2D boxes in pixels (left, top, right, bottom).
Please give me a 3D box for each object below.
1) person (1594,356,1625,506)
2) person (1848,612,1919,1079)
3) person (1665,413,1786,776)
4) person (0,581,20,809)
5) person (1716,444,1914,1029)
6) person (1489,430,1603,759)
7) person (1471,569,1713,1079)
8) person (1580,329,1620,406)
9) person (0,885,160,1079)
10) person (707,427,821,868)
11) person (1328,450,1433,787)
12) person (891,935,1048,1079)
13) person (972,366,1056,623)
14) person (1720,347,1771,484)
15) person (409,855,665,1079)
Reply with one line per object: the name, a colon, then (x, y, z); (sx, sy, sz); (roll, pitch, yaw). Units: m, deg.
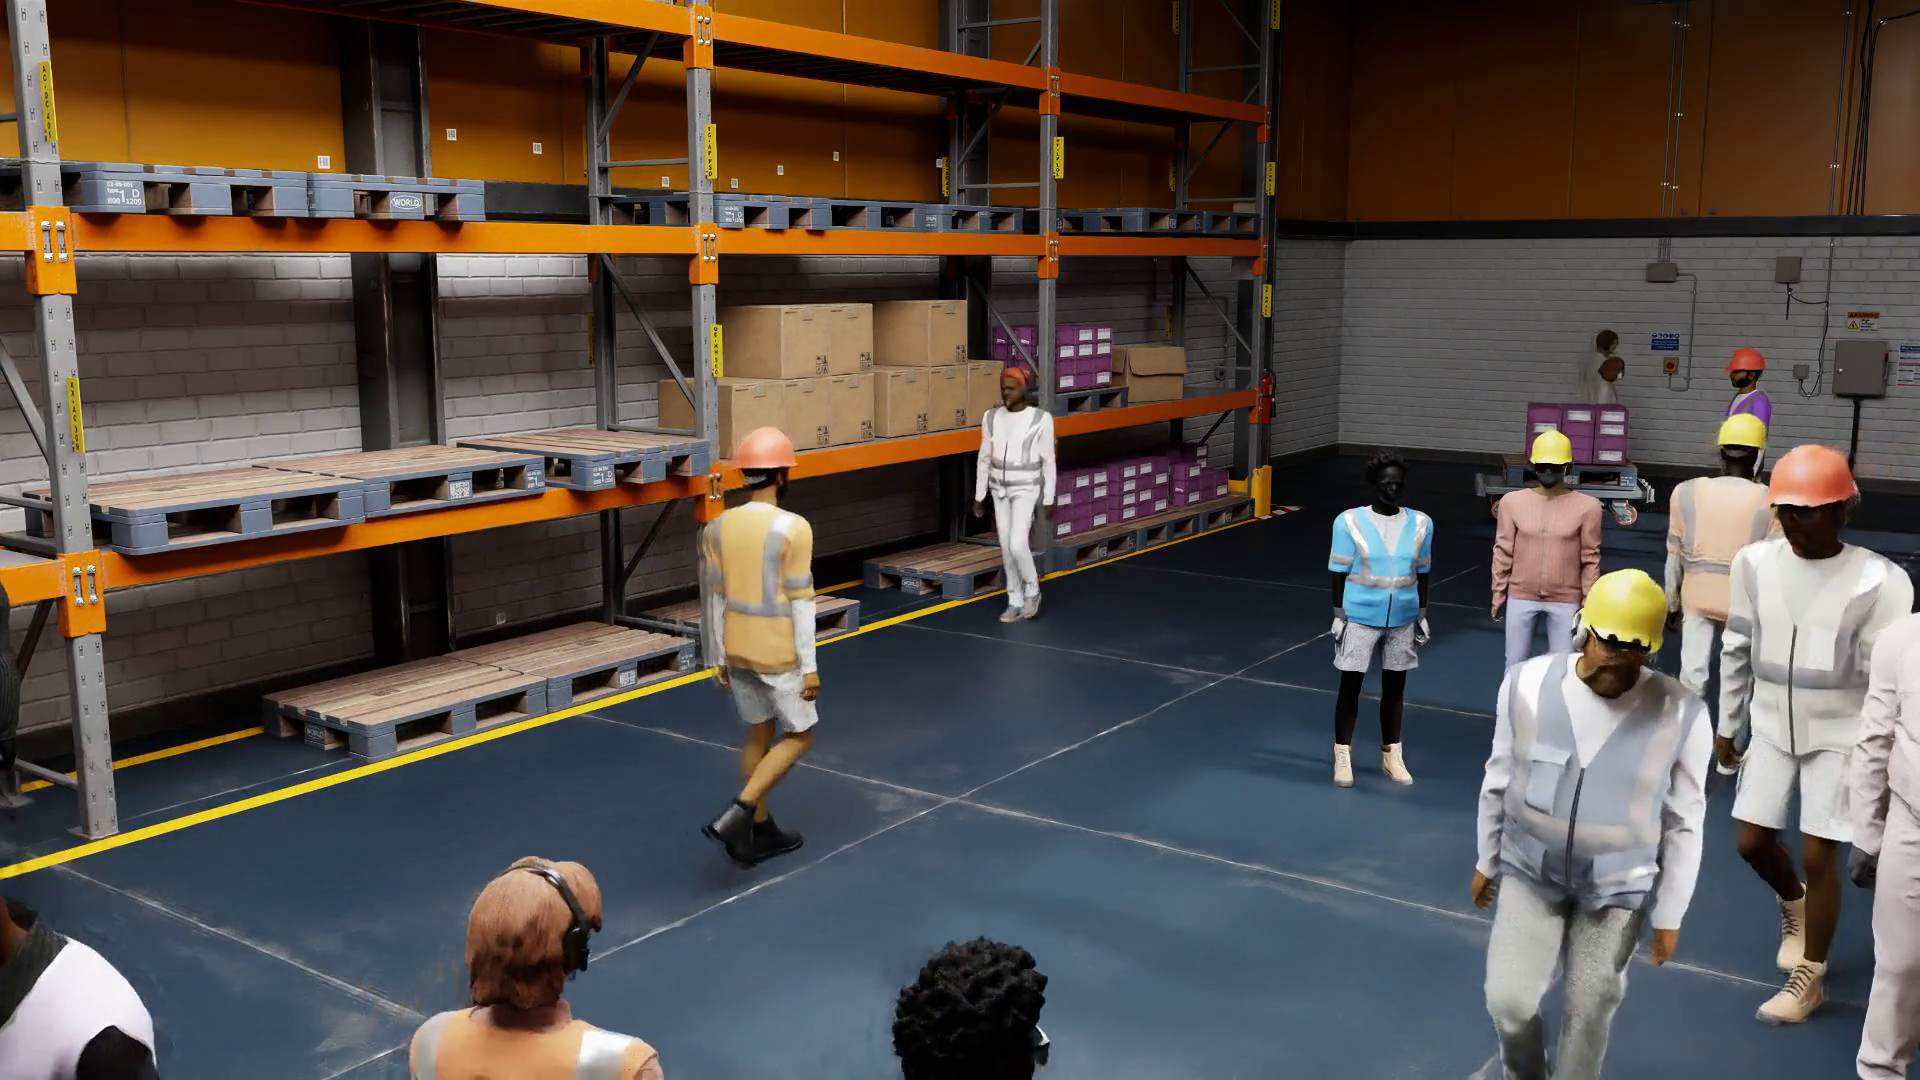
person: (6.899, -1.146, 17.698); (0.344, 1.615, 0.522); (5, 11, 28)
person: (2.881, 0.889, 4.744); (0.642, 1.909, 0.410); (6, 11, 33)
person: (3.753, 0.318, 8.202); (0.579, 1.891, 0.917); (6, 11, 34)
person: (-3.772, 0.706, 6.073); (0.619, 1.836, 0.430); (-5, 11, -26)
person: (2.936, 0.664, 5.751); (0.592, 2.019, 0.652); (-7, 12, -37)
person: (3.020, 0.311, 8.607); (0.534, 1.766, 0.318); (4, 10, 24)
person: (1.744, 0.951, 4.664); (0.611, 1.803, 0.426); (5, 11, 29)
person: (6.965, -1.384, 18.365); (1.020, 1.896, 0.642); (2, 10, 10)
person: (-1.586, 1.261, 2.745); (0.677, 1.837, 1.043); (4, 10, 22)
person: (-0.871, 0.483, 7.120); (0.560, 1.918, 0.578); (7, 12, 37)
person: (2.098, 0.392, 8.322); (0.534, 1.699, 0.319); (-1, 10, -5)
person: (-0.064, 1.400, 2.441); (0.538, 1.665, 0.830); (9, 13, 44)
person: (0.375, -0.319, 12.040); (0.587, 1.866, 0.417); (7, 12, 35)
person: (6.245, -0.570, 13.332); (0.349, 1.942, 0.545); (0, 10, 1)
person: (-0.751, 1.358, 2.842); (0.512, 1.605, 0.767); (5, 11, 26)
